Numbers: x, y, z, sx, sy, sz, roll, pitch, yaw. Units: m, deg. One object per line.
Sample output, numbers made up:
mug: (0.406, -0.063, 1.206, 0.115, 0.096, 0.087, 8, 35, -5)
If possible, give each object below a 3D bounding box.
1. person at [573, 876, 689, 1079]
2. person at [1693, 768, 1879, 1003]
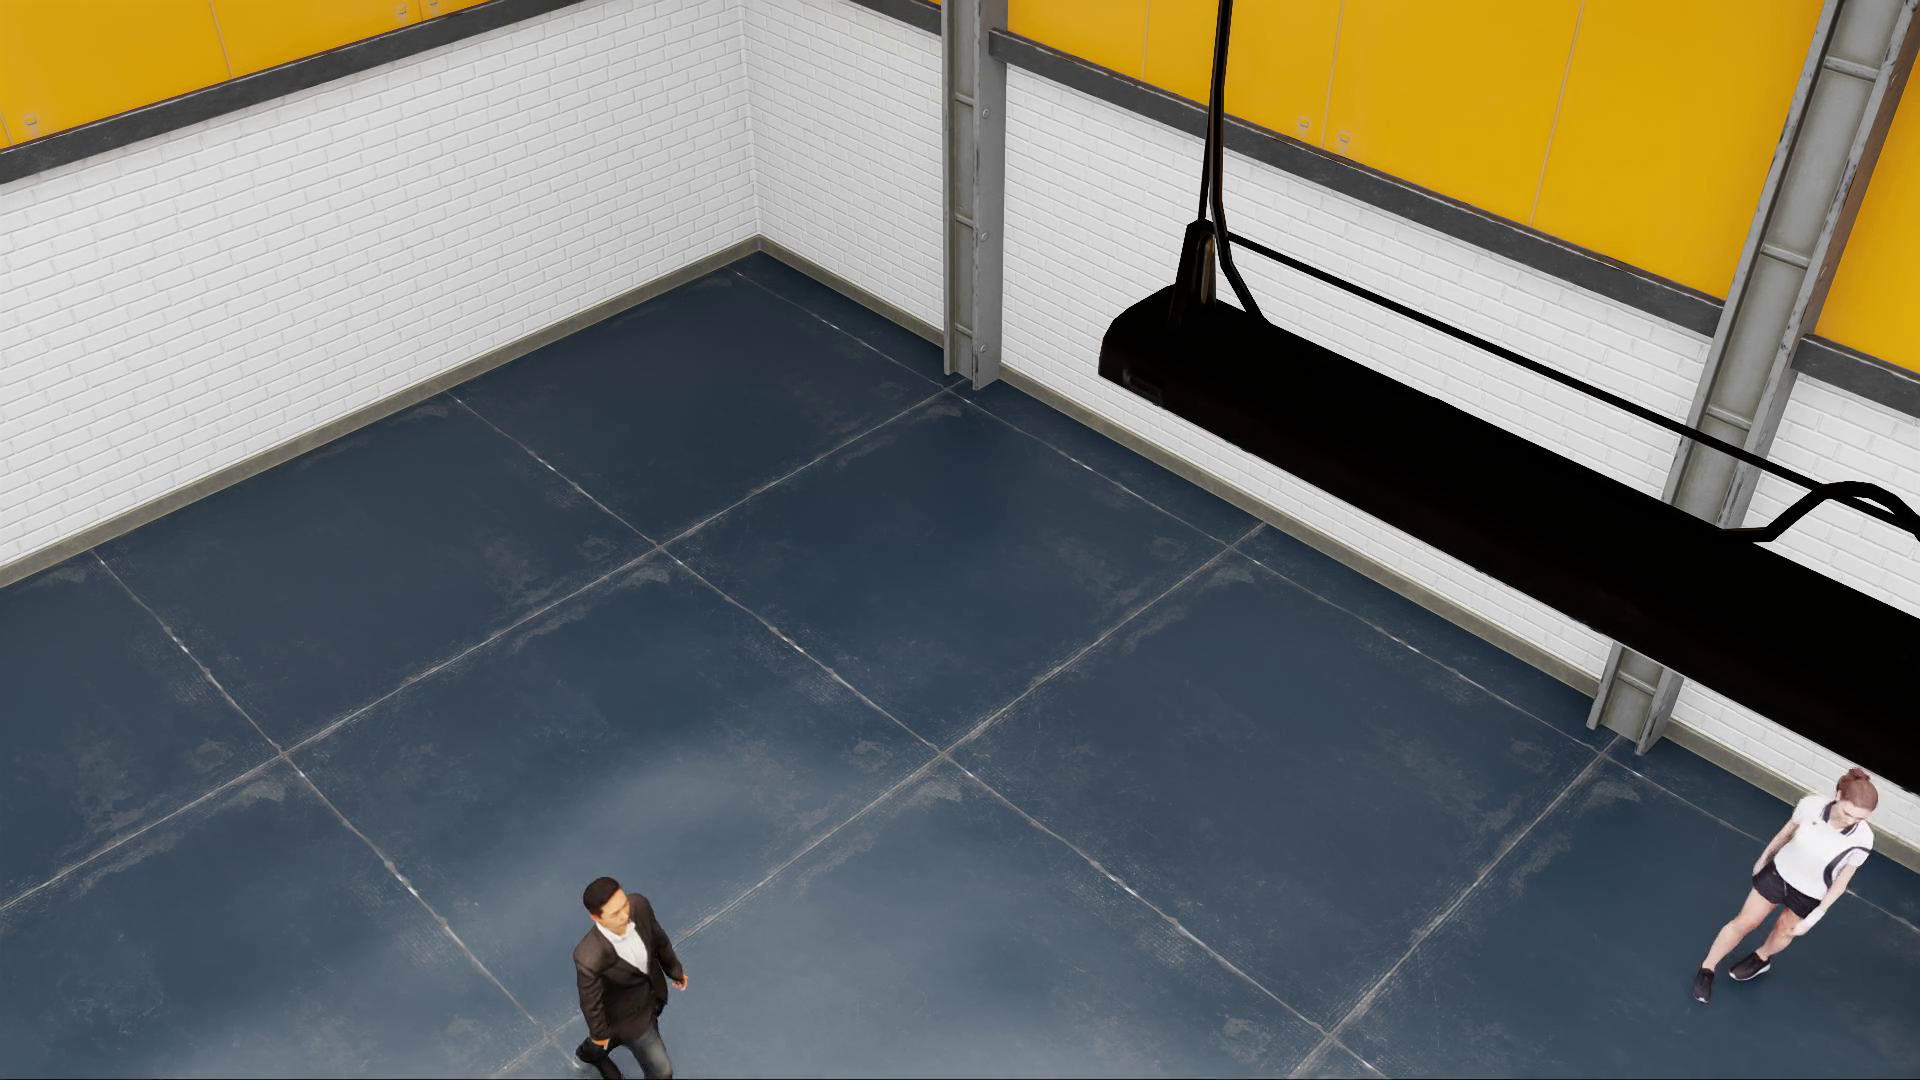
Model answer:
person: (-1.684, 2.232, 8.198, 1.215, 1.775, 0.959, 15, 41, 18)
person: (4.479, 1.811, 8.773, 0.701, 1.715, 0.737, -23, 44, -26)
